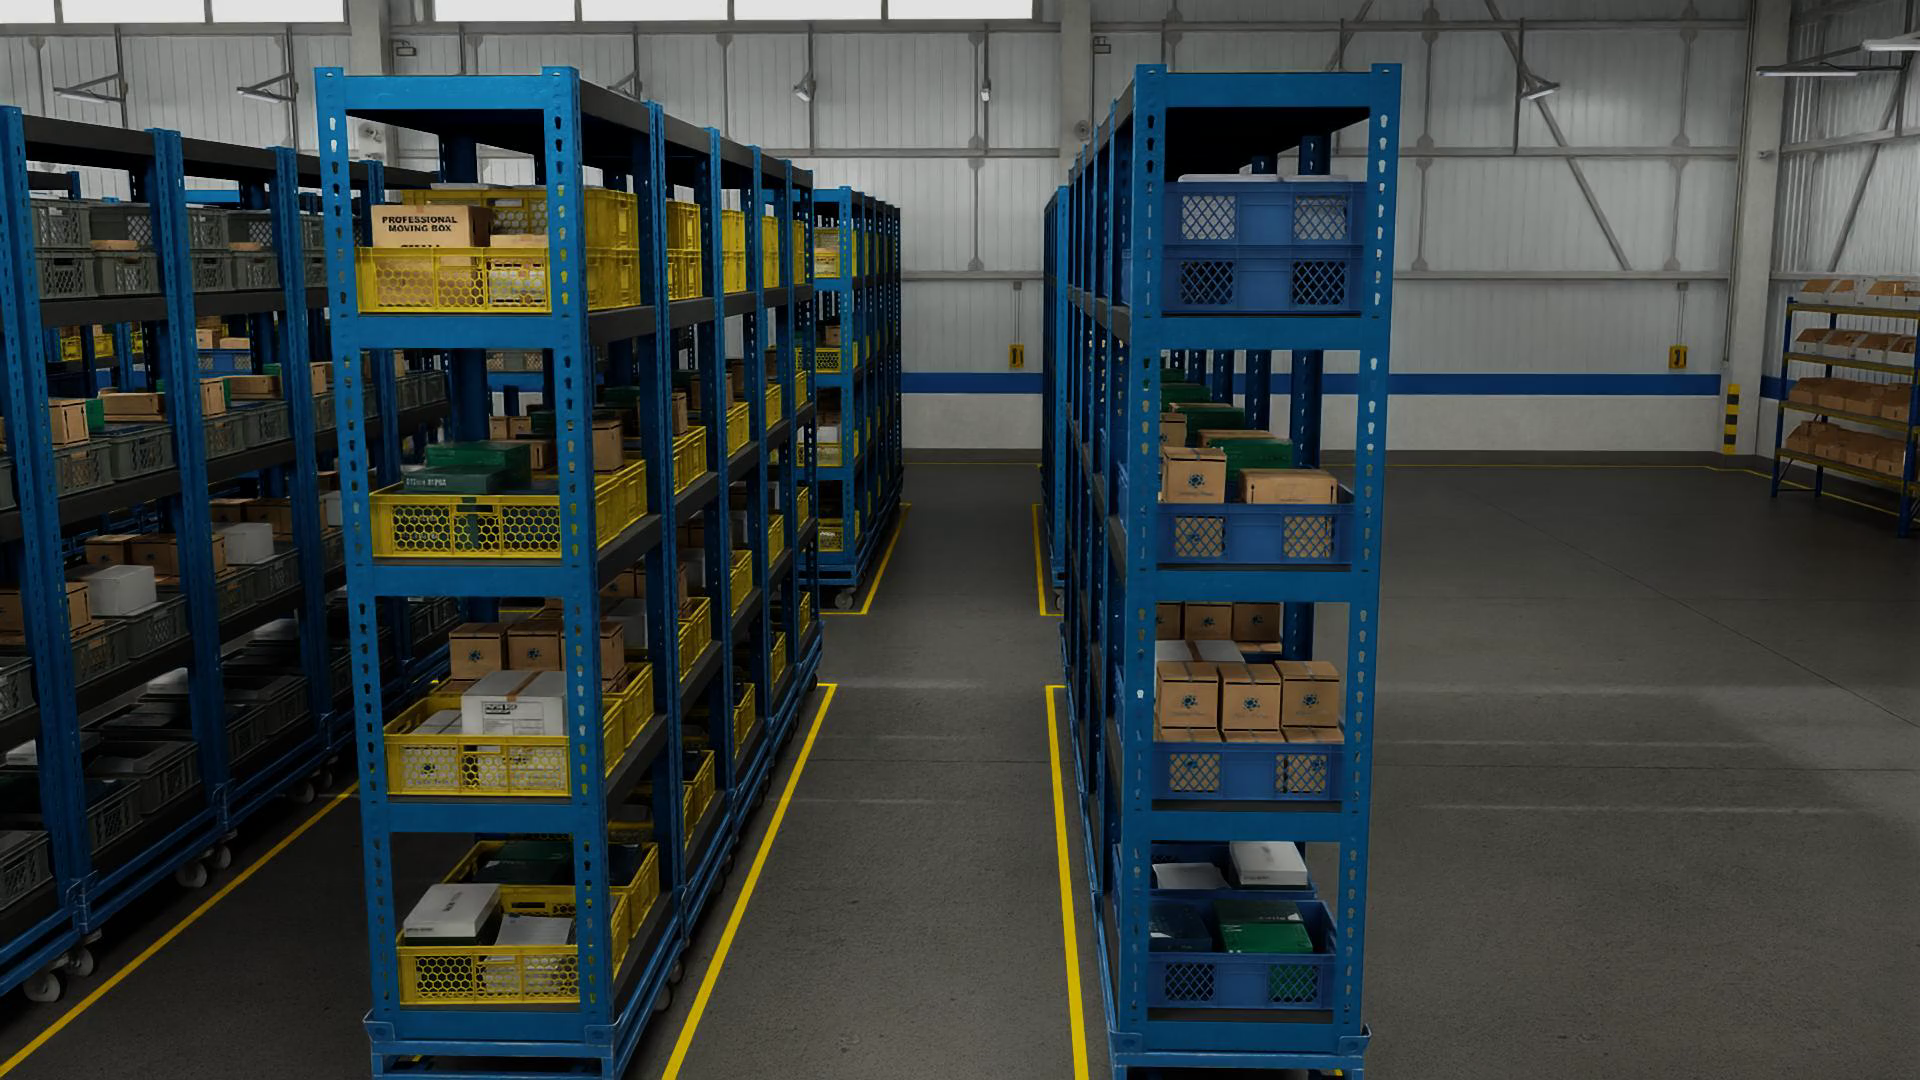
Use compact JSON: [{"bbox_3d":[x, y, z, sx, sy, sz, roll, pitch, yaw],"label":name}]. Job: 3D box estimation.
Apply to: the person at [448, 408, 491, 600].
[{"bbox_3d":[-3.790,-0.090,12.716,1.092,1.919,0.631,3,10,16],"label":"person"}]
